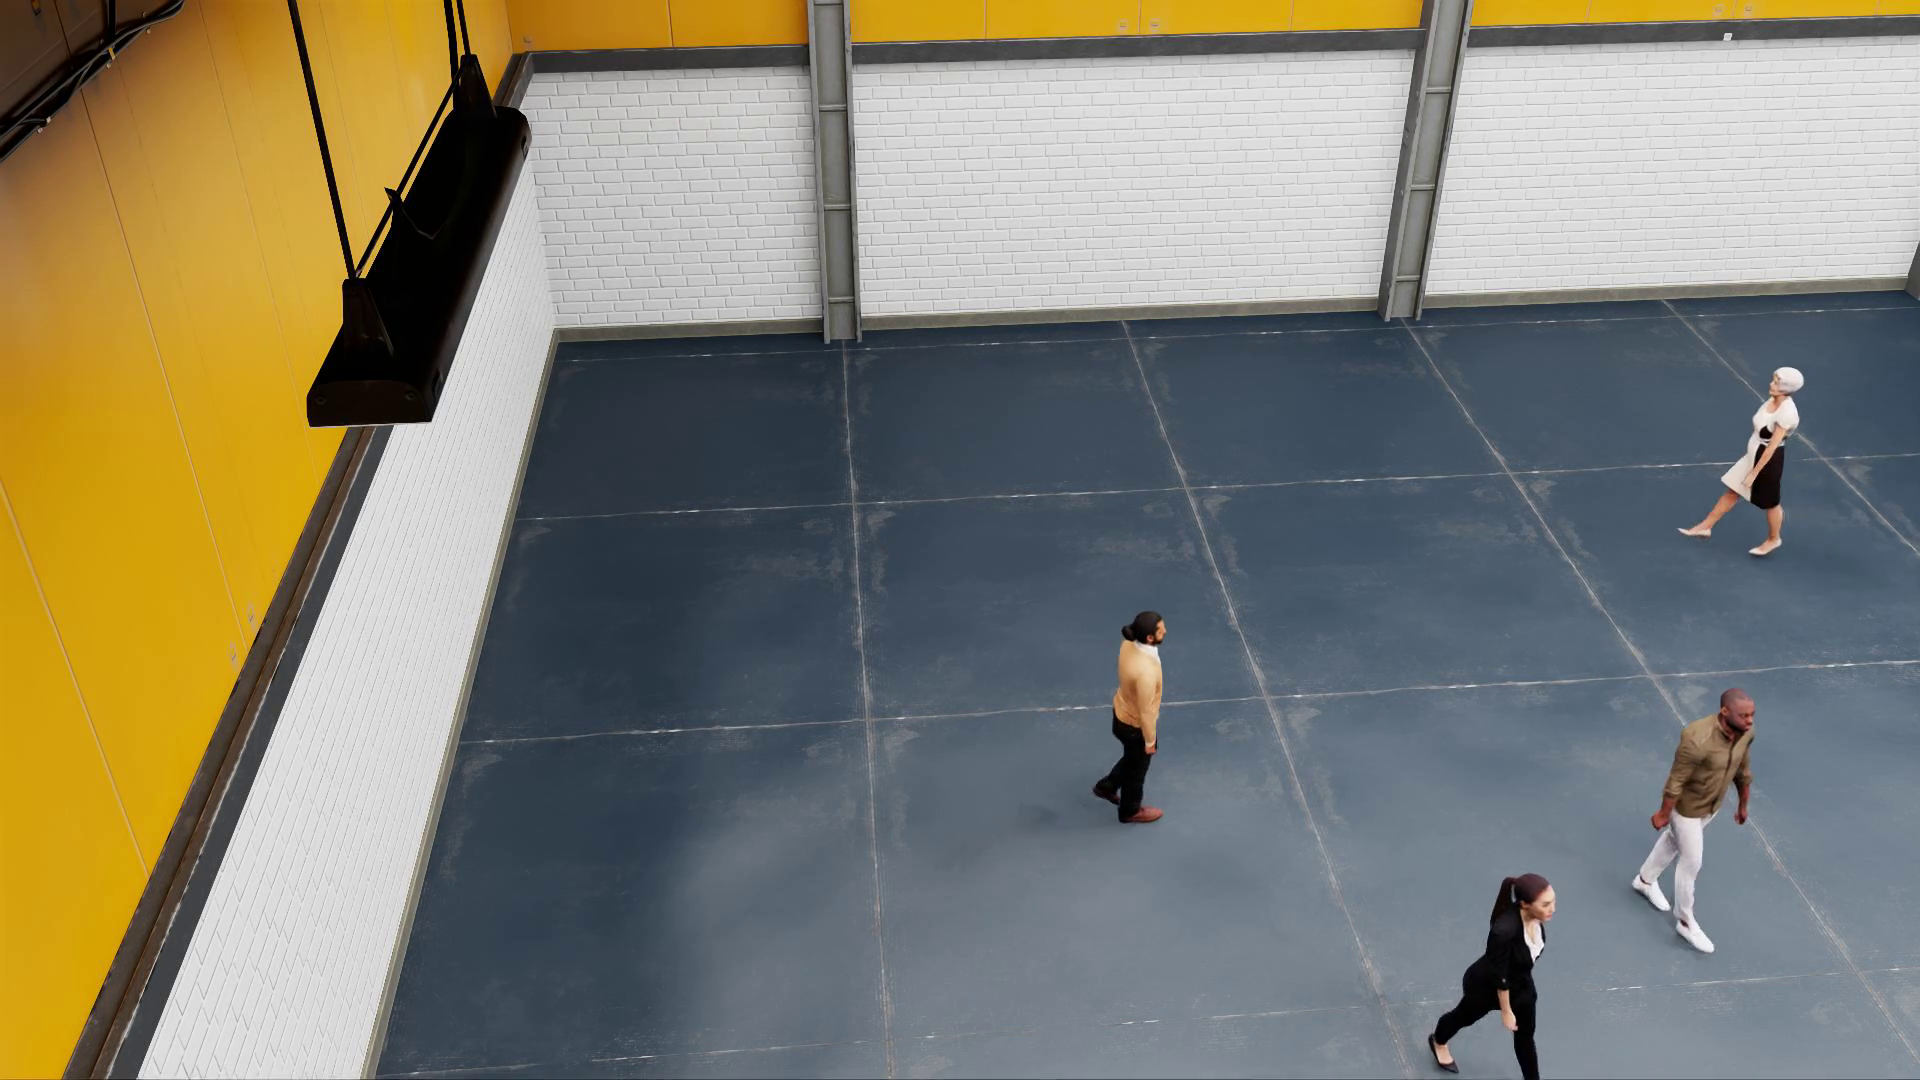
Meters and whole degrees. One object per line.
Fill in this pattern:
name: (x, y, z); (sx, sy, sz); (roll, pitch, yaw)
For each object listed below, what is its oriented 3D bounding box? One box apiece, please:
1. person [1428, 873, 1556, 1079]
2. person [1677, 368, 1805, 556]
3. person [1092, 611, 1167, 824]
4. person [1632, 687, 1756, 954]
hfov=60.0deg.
person: (2.900, 2.420, 9.196); (1.066, 1.620, 1.025); (-24, 40, -31)
person: (6.687, -0.588, 13.636); (1.124, 1.714, 0.807); (4, 34, 6)
person: (1.092, 1.183, 10.940); (0.685, 1.749, 0.664); (-4, 34, -5)
person: (4.480, 1.582, 10.290); (1.020, 1.804, 1.030); (-18, 37, -24)
